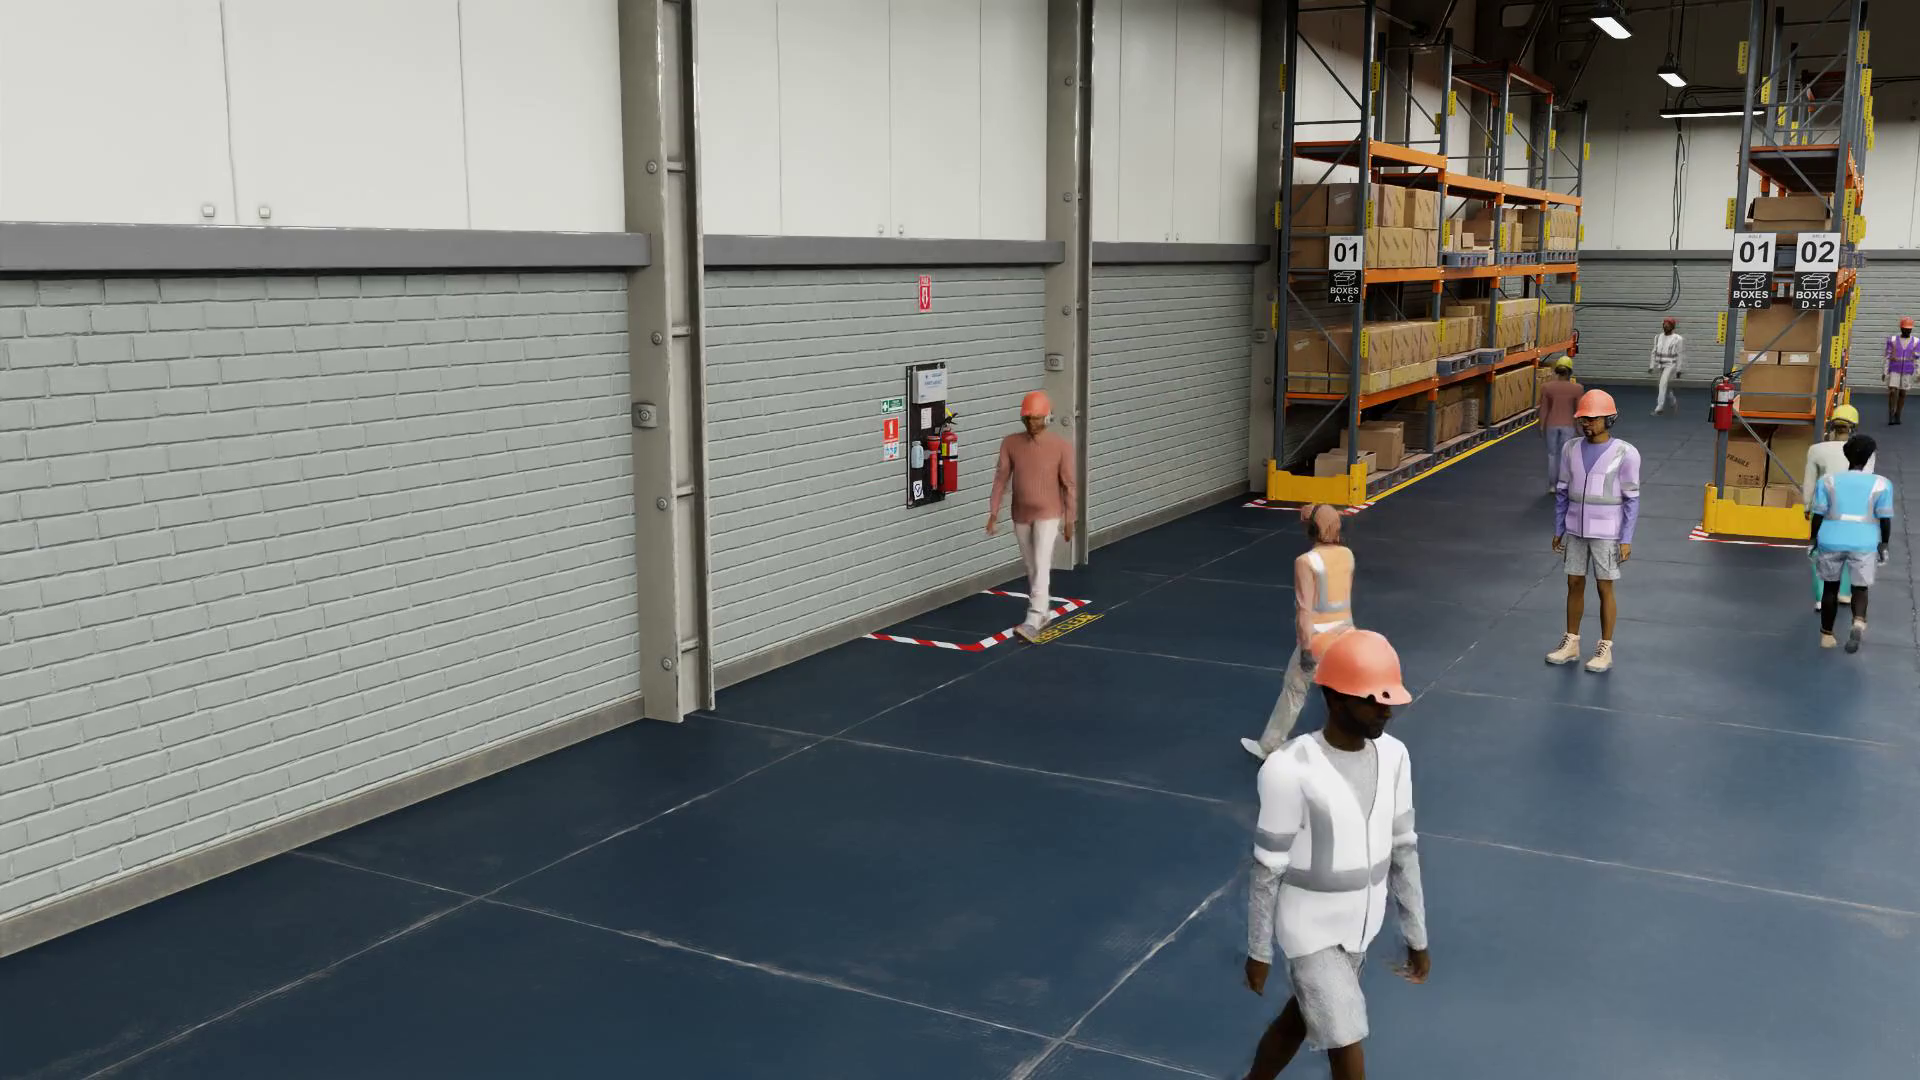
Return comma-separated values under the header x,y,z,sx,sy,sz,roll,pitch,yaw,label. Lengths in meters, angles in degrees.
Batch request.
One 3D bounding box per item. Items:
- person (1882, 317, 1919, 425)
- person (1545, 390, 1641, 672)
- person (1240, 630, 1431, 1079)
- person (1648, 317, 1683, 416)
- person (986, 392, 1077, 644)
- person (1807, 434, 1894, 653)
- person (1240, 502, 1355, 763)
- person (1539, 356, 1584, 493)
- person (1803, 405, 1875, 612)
x,y,z,sx,sy,sz,roll,pitch,yaw,label
16.643,-2.961,29.352,0.583,1.904,0.836,4,10,21,person
4.557,-0.065,12.016,0.388,2.041,0.615,-8,12,-38,person
1.170,1.190,5.148,0.559,1.880,1.053,-6,11,-32,person
13.336,-3.265,31.319,0.866,1.856,0.576,-5,11,-27,person
0.543,-0.181,12.990,0.637,1.938,1.025,5,11,27,person
6.634,0.049,12.416,0.555,1.673,0.566,6,11,30,person
2.050,0.578,9.560,0.537,1.590,0.860,-8,12,-37,person
7.533,-1.433,20.887,0.525,1.755,0.468,4,11,23,person
7.463,-0.279,14.120,0.553,1.736,0.740,7,12,37,person
